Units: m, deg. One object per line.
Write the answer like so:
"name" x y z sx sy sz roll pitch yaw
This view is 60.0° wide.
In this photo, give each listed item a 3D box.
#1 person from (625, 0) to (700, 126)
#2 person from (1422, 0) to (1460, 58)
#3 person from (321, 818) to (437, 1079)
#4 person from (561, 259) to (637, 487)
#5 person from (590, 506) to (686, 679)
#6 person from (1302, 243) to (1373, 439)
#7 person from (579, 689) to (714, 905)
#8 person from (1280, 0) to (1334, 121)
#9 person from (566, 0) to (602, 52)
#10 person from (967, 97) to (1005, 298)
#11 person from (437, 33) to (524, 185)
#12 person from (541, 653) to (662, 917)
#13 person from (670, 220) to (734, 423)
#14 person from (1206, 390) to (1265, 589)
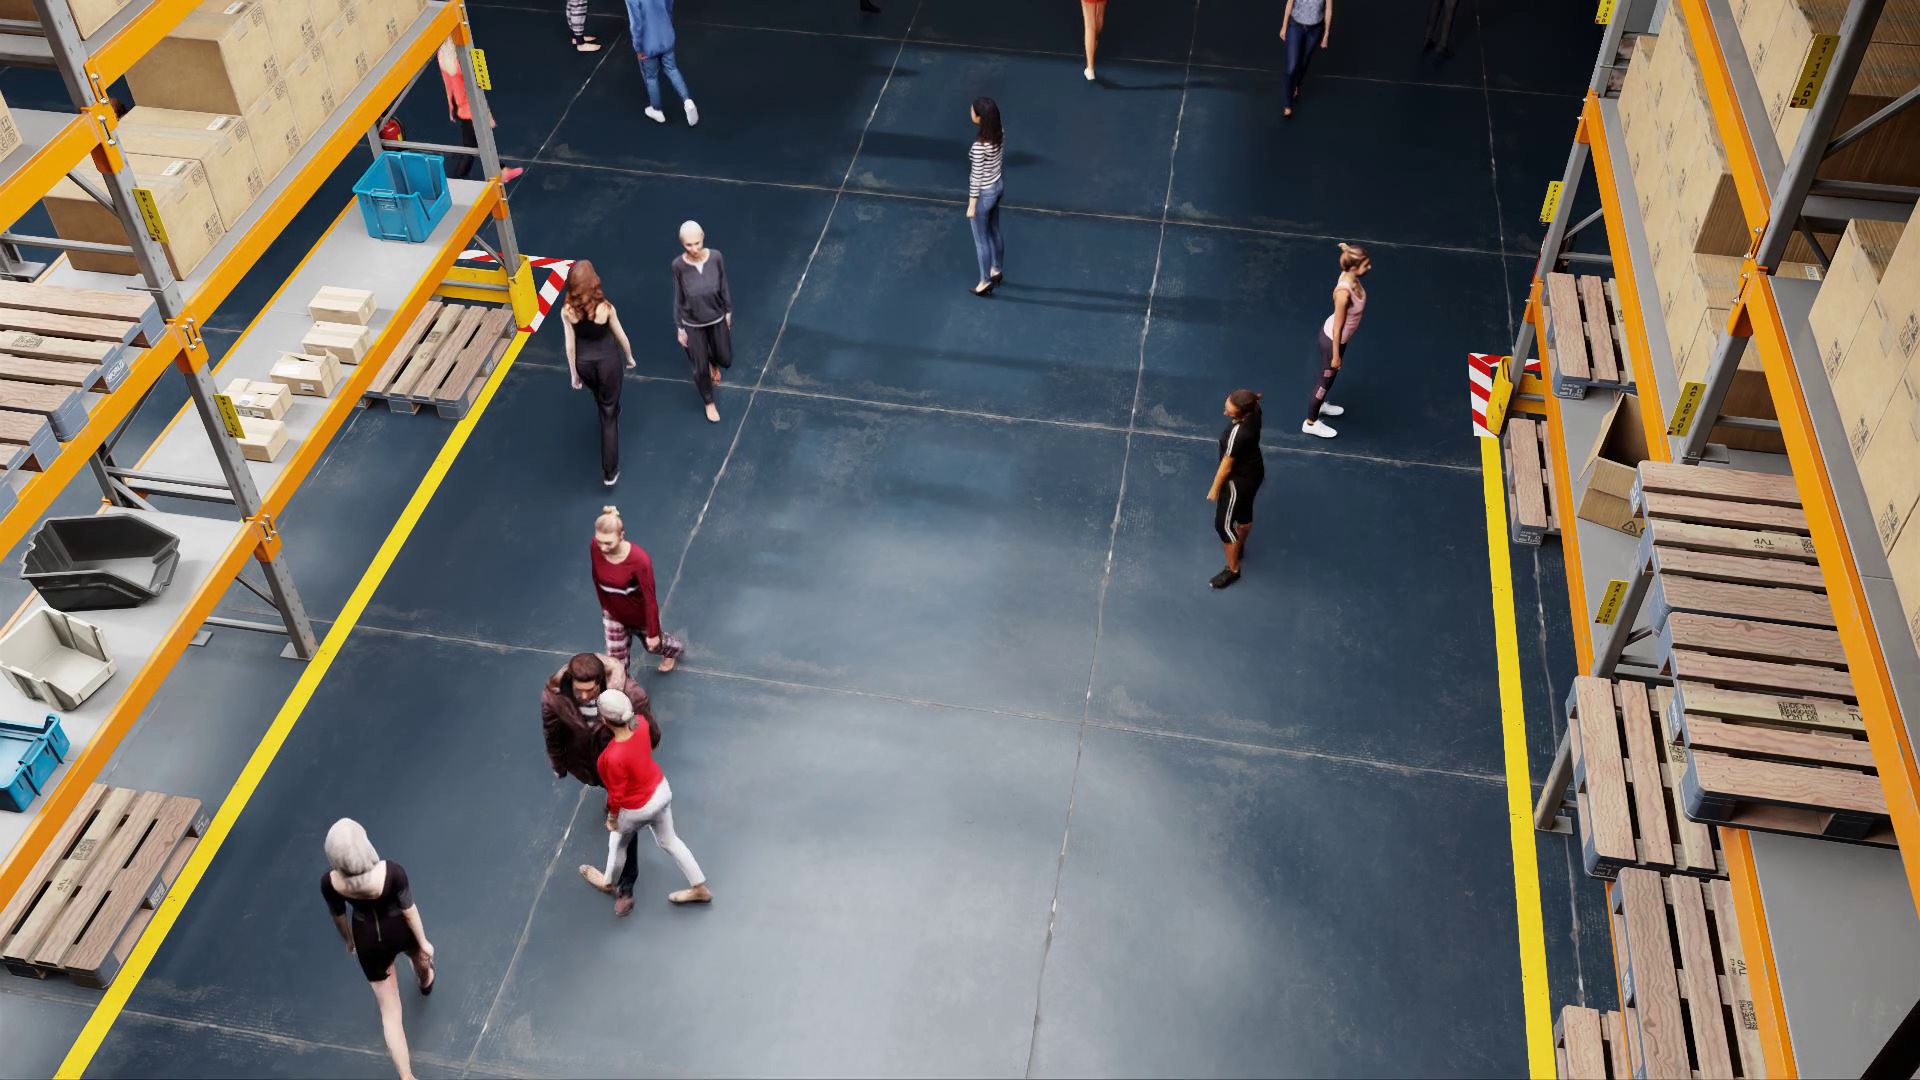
"person" -2.823 -4.710 15.672 1.025 1.793 1.051 -33 53 -30
"person" 4.958 -5.678 16.837 0.708 1.588 0.626 -22 48 -21
"person" -2.923 2.139 8.489 0.928 1.783 1.270 -9 44 -10
"person" -2.621 -1.182 12.038 0.774 1.697 1.225 -1 44 -1
"person" -2.011 0.407 10.403 0.671 1.653 1.065 11 45 11
"person" 2.800 -1.513 12.424 0.640 1.645 0.490 14 45 14
"person" -1.690 1.489 9.272 0.750 1.646 1.007 11 45 11
"person" 3.324 -4.950 16.005 0.629 1.681 1.080 6 44 6
"person" -3.958 -5.835 16.897 0.736 1.733 0.617 -14 45 -14
"person" 0.220 -2.810 13.677 0.682 1.793 0.535 19 47 19
"person" -4.420 -3.719 14.732 1.022 1.655 1.230 32 52 29
"person" -2.006 1.173 9.508 0.846 1.776 1.302 4 44 4
"person" -1.970 -1.721 12.596 0.835 1.709 0.921 -16 46 -17
"person" 1.939 -0.456 11.317 0.671 1.640 0.865 -31 52 -28
